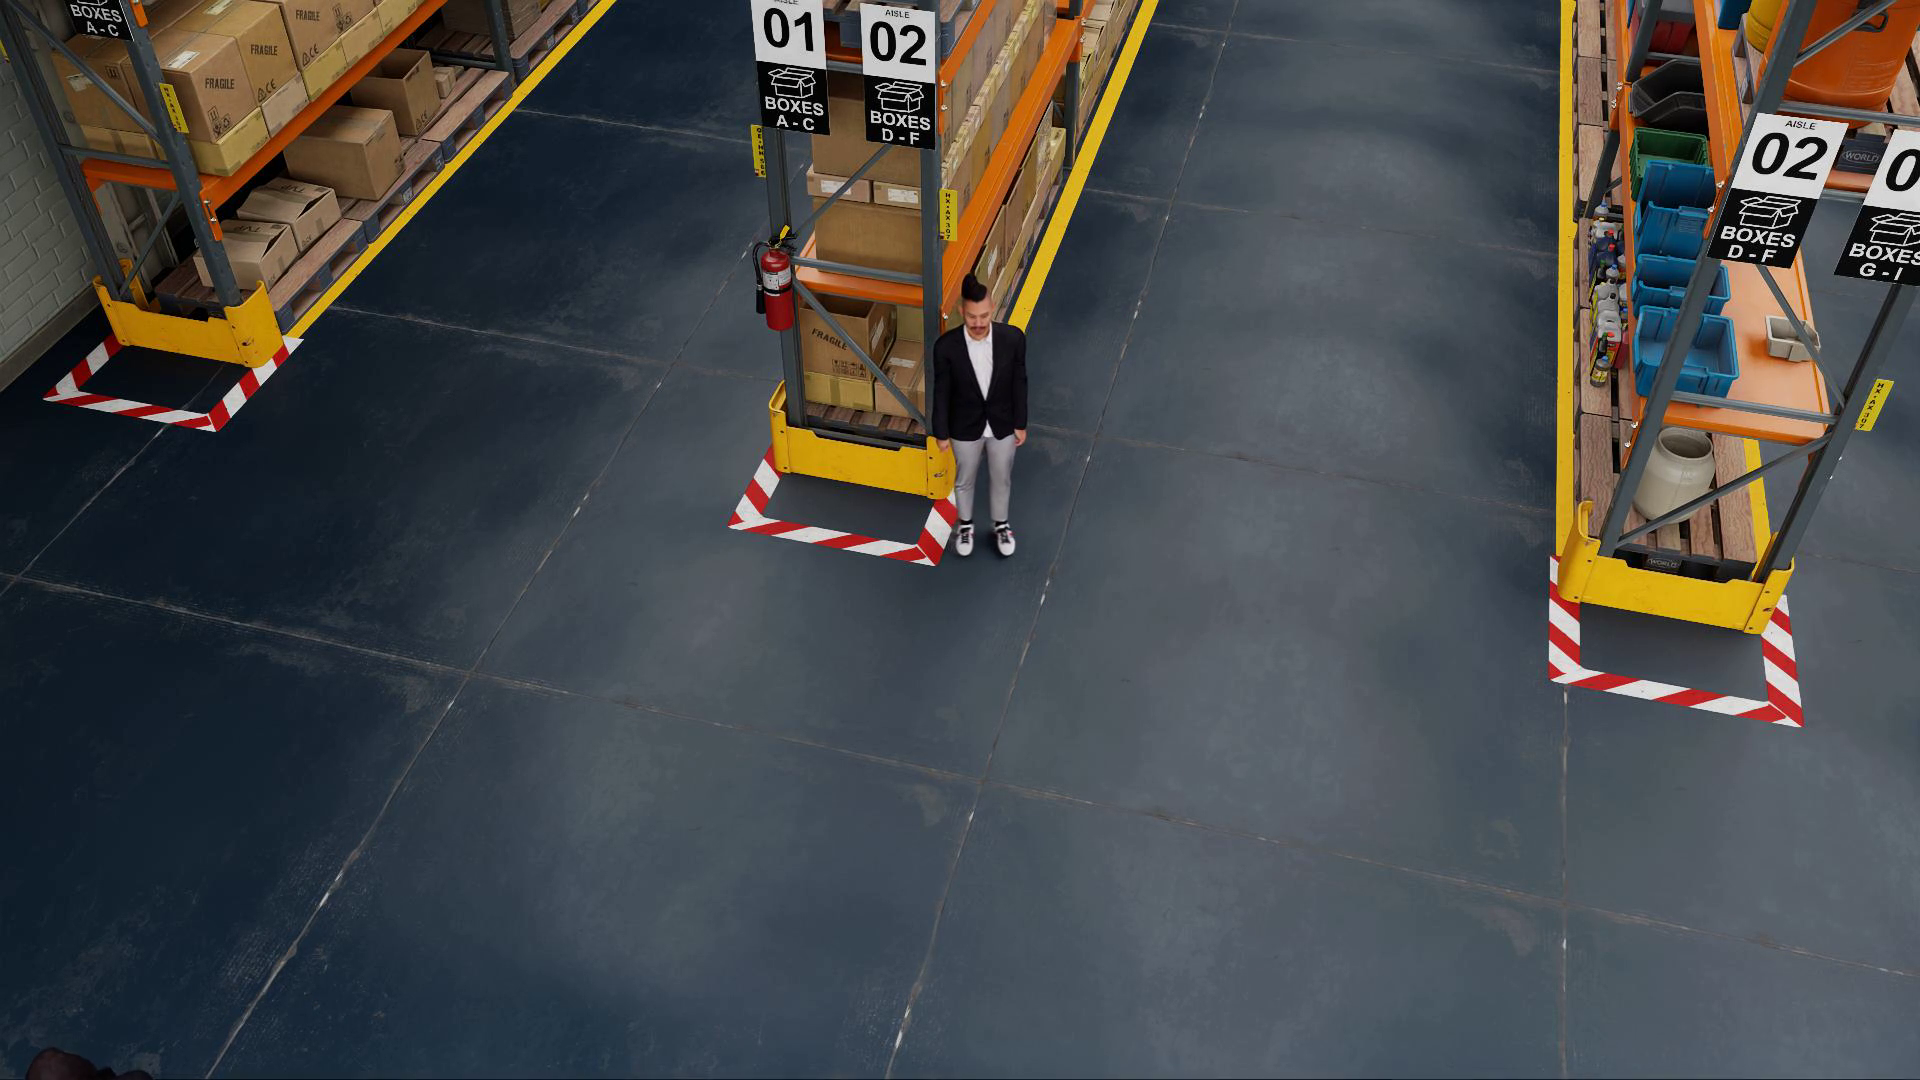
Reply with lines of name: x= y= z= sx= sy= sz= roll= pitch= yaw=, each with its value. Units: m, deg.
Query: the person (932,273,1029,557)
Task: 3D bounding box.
person: x=0.122 y=-0.729 z=9.593 sx=0.796 sy=1.952 sz=0.759 roll=-5 pitch=43 yaw=-5

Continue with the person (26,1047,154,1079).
person: x=-3.181 y=2.456 z=6.432 sx=0.797 sy=1.611 sz=0.698 roll=30 pitch=50 yaw=28
